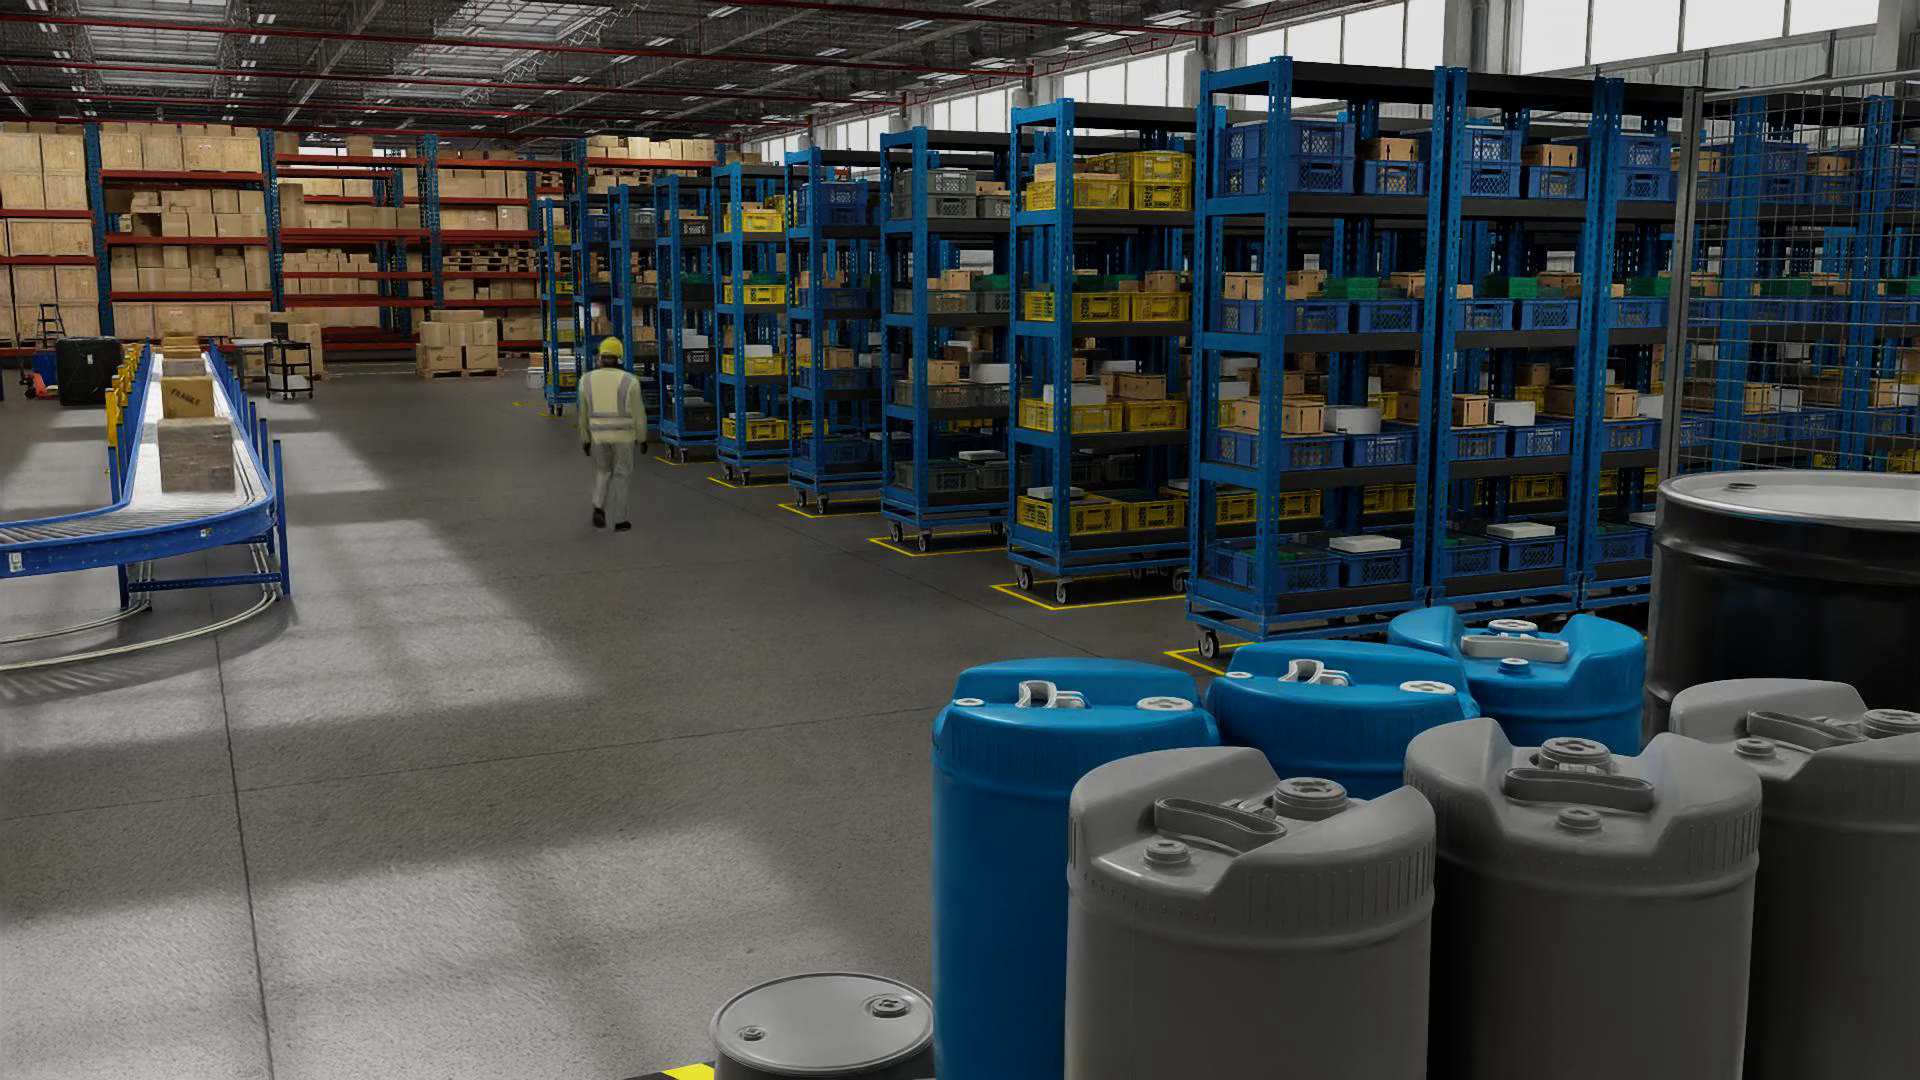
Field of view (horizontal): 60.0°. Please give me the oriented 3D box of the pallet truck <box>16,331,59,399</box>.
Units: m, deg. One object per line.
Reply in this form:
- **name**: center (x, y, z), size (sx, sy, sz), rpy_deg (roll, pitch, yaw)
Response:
- **pallet truck**: center (-17.082, -3.353, 31.781), size (1.630, 1.274, 0.653), rpy_deg (-4, 10, -25)

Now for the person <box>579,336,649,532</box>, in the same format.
- **person**: center (-3.192, -0.969, 15.373), size (0.600, 1.817, 0.422), rpy_deg (2, 9, 12)

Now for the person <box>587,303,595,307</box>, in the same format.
- **person**: center (-10.153, -5.822, 45.279), size (0.985, 1.883, 0.549), rpy_deg (-5, 10, -26)

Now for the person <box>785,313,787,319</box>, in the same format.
- **person**: center (-4.524, -5.987, 46.129), size (0.656, 1.947, 0.628), rpy_deg (2, 9, 11)
